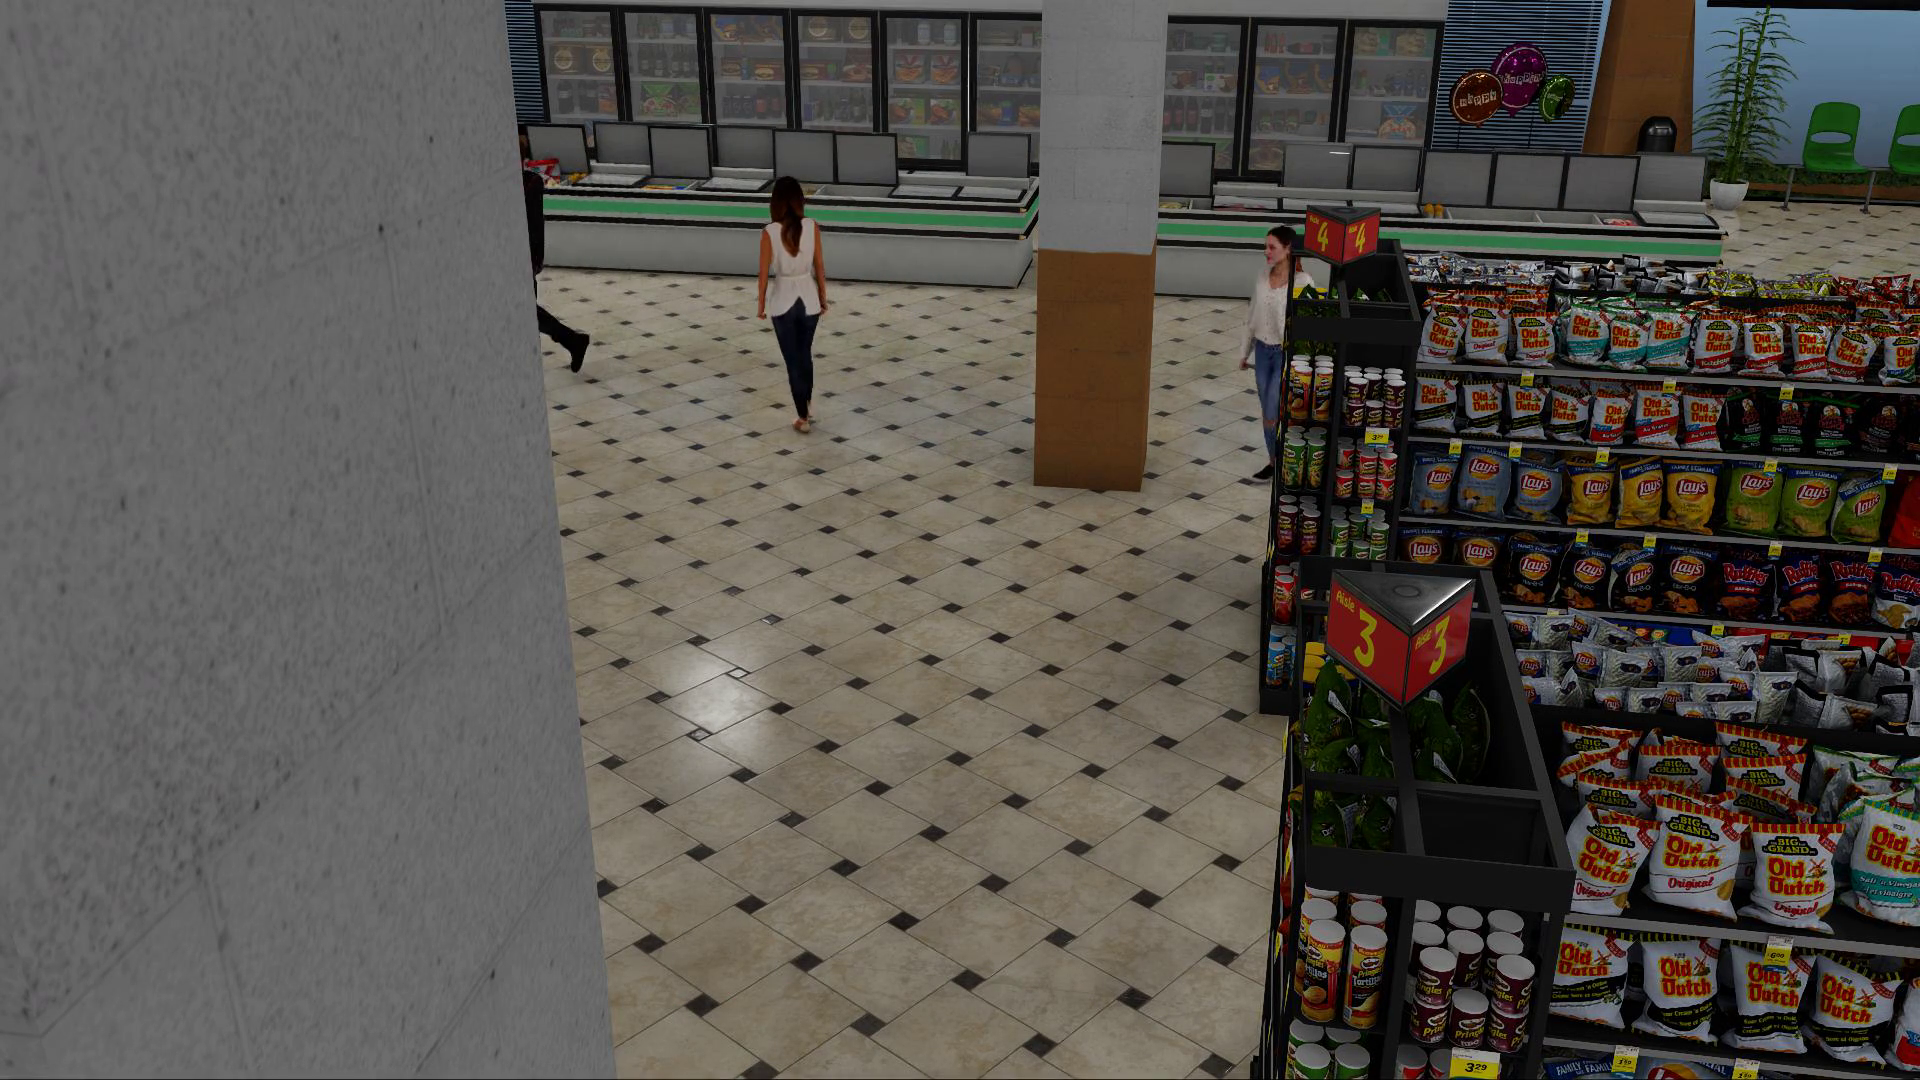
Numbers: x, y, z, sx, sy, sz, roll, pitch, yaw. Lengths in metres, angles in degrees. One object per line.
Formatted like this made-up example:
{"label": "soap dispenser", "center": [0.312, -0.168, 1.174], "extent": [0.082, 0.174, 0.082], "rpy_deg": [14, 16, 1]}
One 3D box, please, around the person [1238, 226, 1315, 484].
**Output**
{"label": "person", "center": [2.073, -1.158, 10.566], "extent": [0.795, 1.678, 0.723], "rpy_deg": [-18, 29, -35]}

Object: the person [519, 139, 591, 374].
{"label": "person", "center": [-3.238, -2.134, 12.646], "extent": [1.080, 1.799, 0.729], "rpy_deg": [3, 24, 6]}

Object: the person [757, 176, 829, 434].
{"label": "person", "center": [-1.098, -1.572, 11.392], "extent": [0.708, 1.774, 0.793], "rpy_deg": [-11, 26, -23]}
